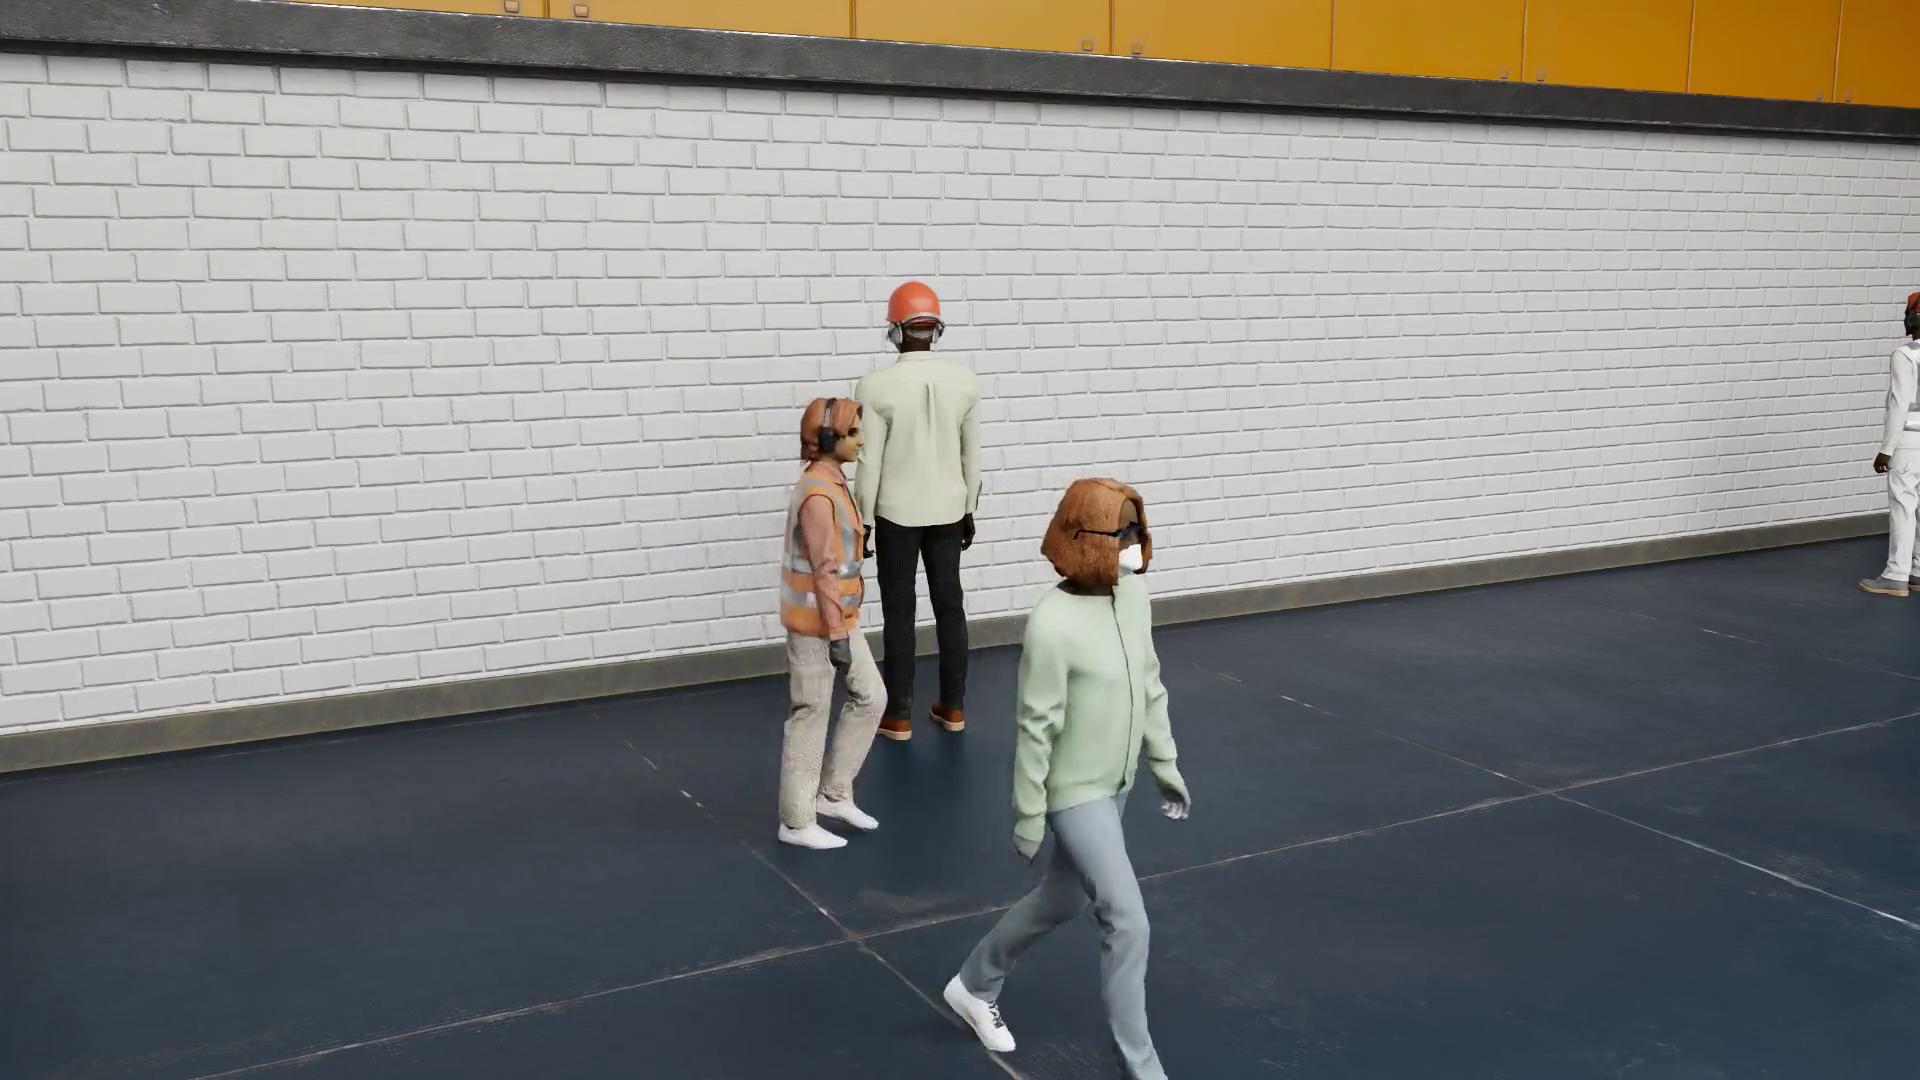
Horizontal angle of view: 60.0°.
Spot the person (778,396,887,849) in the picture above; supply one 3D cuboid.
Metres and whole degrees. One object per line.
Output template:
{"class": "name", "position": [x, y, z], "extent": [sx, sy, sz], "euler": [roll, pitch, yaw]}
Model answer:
{"class": "person", "position": [-0.443, 0.306, 5.880], "extent": [0.490, 1.621, 0.540], "euler": [0, 10, 3]}

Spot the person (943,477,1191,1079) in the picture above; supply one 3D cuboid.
{"class": "person", "position": [0.276, 0.619, 4.165], "extent": [0.827, 1.597, 0.503], "euler": [6, 11, 31]}

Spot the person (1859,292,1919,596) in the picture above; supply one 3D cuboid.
{"class": "person", "position": [5.902, -0.592, 10.306], "extent": [0.576, 1.882, 0.355], "euler": [-5, 11, -28]}

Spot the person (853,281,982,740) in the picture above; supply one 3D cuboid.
{"class": "person", "position": [-0.188, -0.122, 7.278], "extent": [0.611, 1.995, 0.375], "euler": [-5, 11, -28]}
